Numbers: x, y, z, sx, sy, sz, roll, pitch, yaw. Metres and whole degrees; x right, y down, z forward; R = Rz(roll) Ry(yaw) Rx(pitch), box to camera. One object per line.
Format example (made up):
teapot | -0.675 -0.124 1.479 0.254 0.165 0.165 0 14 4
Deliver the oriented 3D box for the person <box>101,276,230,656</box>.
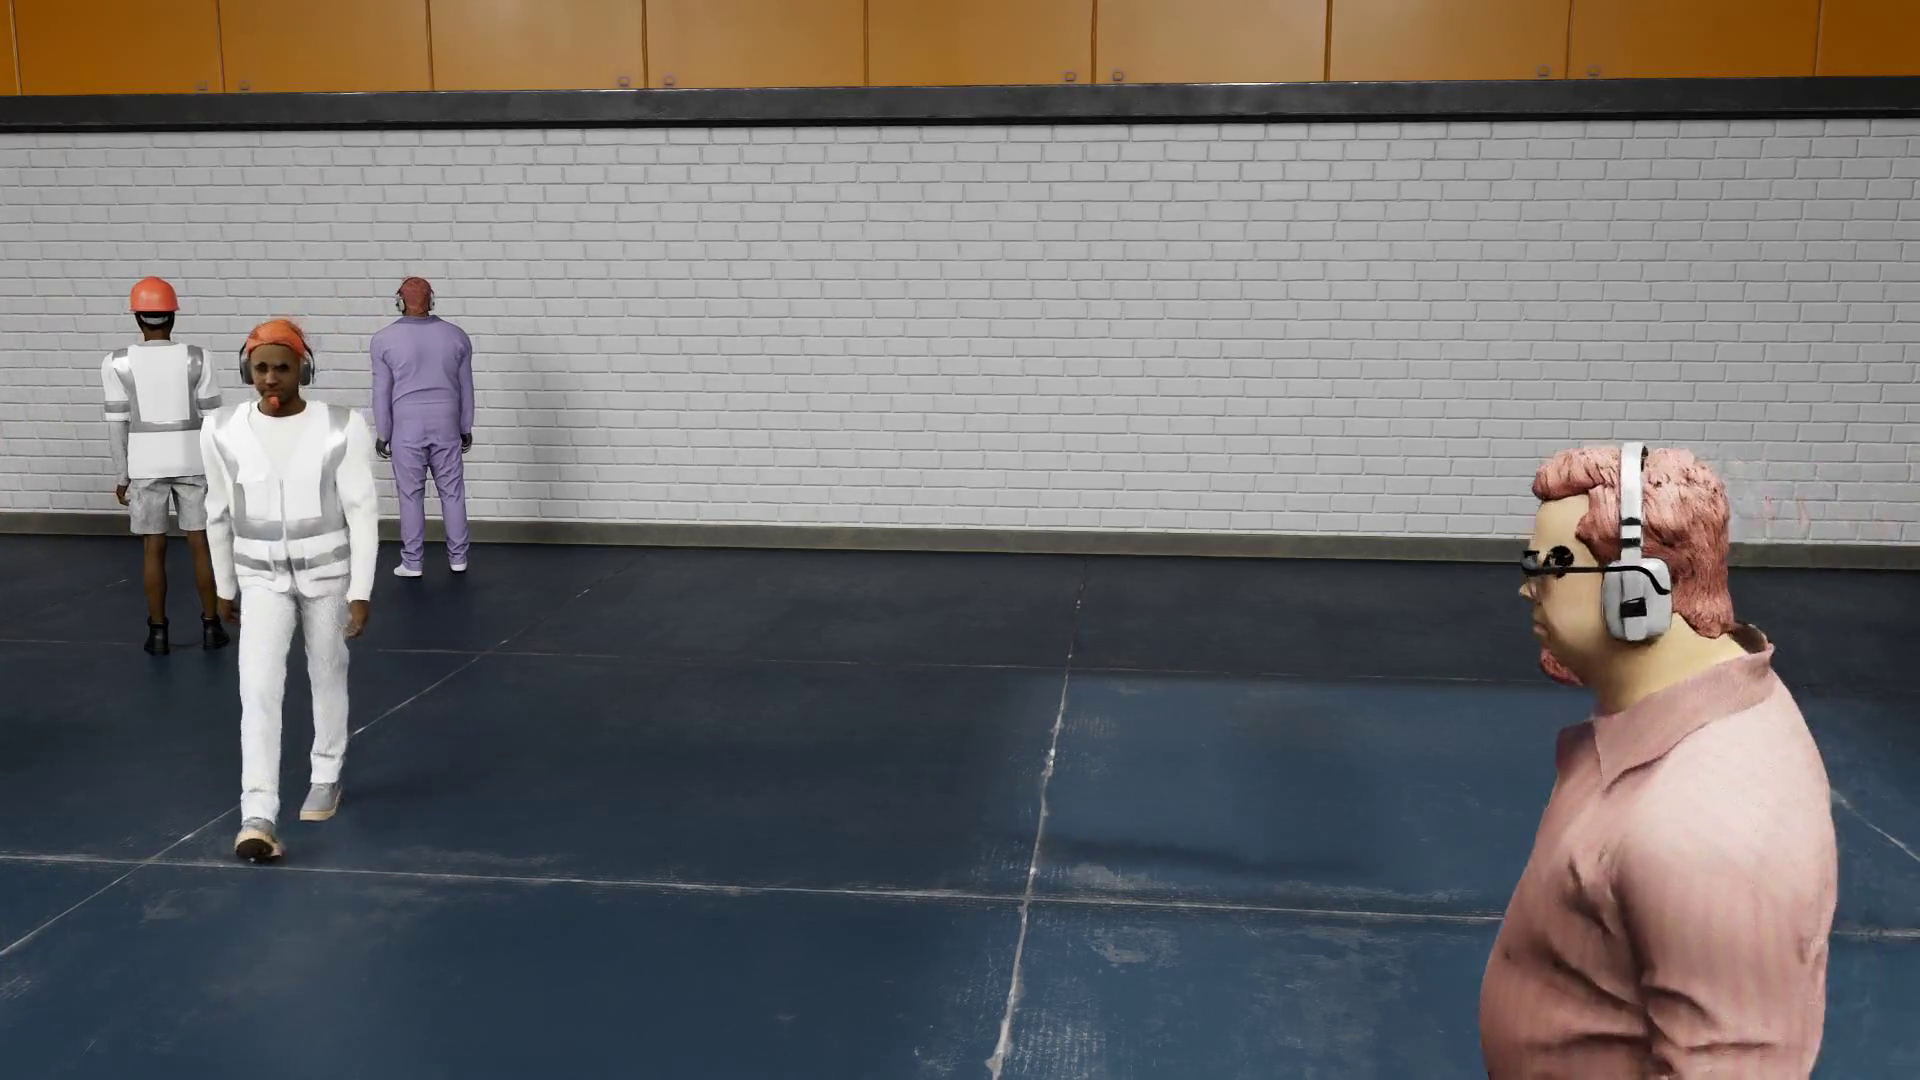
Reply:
person | -4.063 -0.374 8.549 0.550 1.938 0.364 -5 11 -26

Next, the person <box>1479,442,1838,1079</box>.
person | 0.944 0.805 2.040 0.930 1.864 0.623 5 11 28

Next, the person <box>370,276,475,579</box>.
person | -3.402 -0.708 10.549 0.643 1.910 0.411 -7 12 -34

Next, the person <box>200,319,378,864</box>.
person | -2.301 0.169 5.732 0.586 1.830 0.974 -2 10 -14
